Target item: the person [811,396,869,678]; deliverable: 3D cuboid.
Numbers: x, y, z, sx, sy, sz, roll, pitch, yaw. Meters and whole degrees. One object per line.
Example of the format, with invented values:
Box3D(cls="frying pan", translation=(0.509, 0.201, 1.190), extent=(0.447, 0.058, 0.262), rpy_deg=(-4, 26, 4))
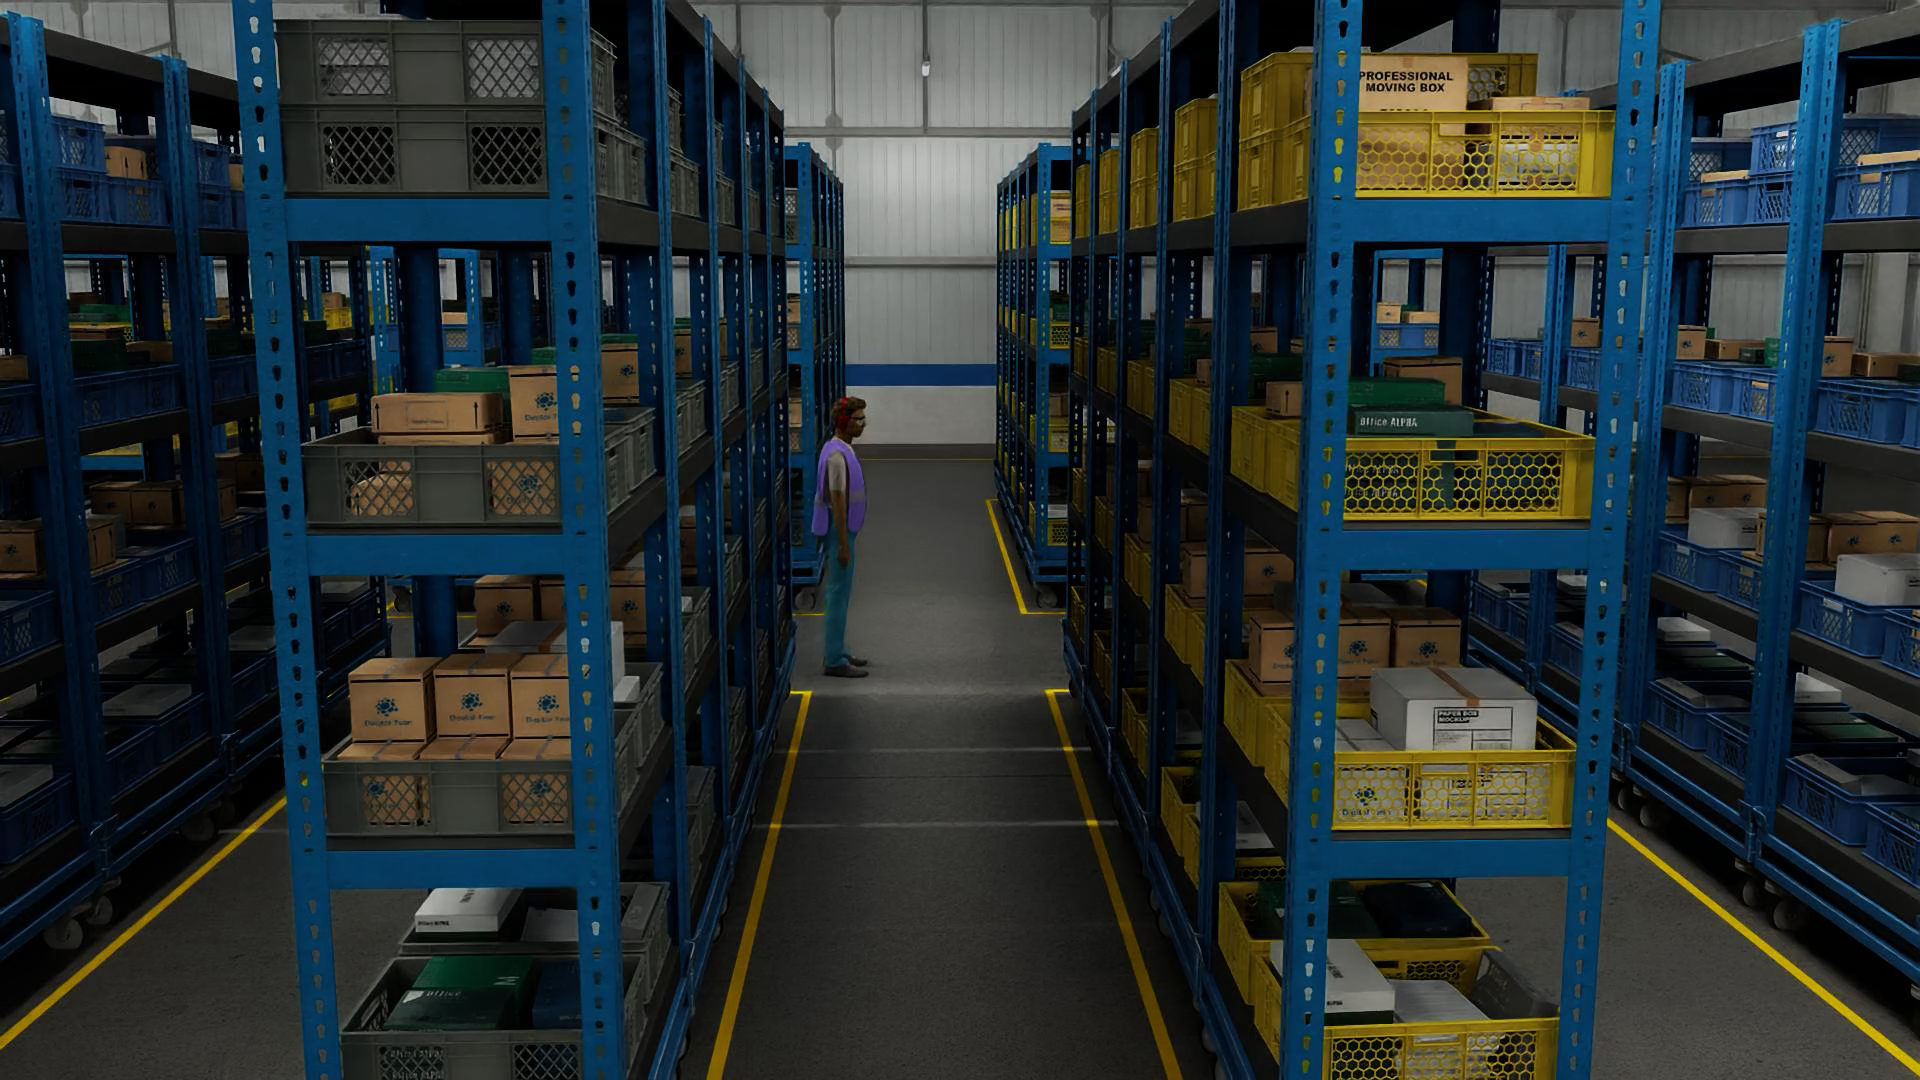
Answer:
Box3D(cls="person", translation=(-0.793, -0.026, 10.956), extent=(0.374, 1.840, 0.571), rpy_deg=(-1, 9, -3))
